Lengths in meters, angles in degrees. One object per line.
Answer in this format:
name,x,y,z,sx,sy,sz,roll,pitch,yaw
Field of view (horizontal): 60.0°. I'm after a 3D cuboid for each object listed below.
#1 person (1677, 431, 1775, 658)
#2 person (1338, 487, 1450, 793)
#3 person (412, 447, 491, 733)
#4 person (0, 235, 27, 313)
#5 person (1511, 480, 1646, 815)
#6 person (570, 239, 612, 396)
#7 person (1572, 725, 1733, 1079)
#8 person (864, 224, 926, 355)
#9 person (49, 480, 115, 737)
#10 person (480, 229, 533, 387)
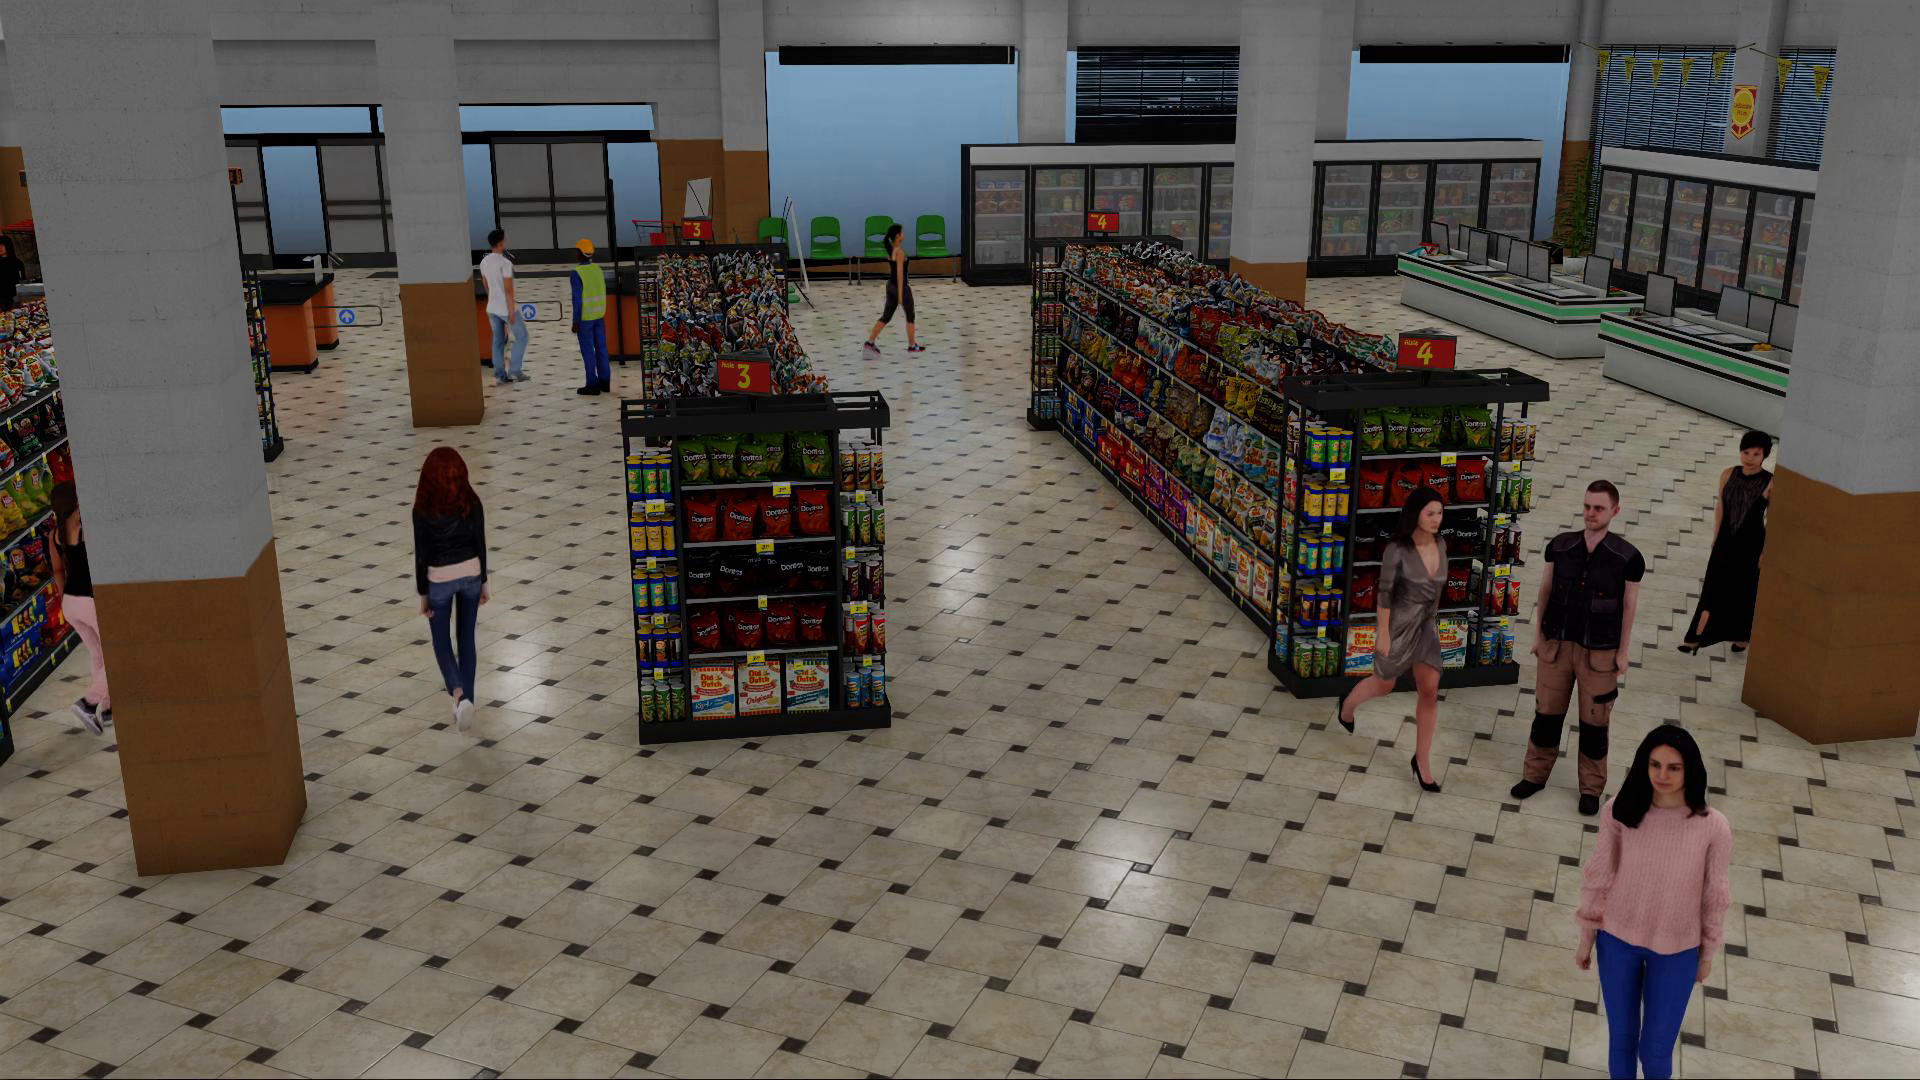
person,5.300,0.037,11.181,0.979,1.568,1.012,-14,22,-39
person,2.460,0.517,9.351,0.786,1.711,1.171,-7,18,-22
person,-2.985,0.334,9.861,0.752,1.766,1.044,-8,19,-25
person,-12.123,-3.076,21.303,0.588,1.642,0.524,-1,17,-3
person,3.367,0.557,8.997,0.763,1.841,0.826,12,21,34
person,-4.346,-2.617,19.498,0.806,1.812,0.735,11,20,31
person,2.543,1.477,6.114,0.787,1.756,0.848,11,20,33
person,-0.913,-3.227,21.721,0.896,1.687,1.127,-9,19,-28
person,-5.227,0.426,9.930,0.709,1.549,0.903,4,17,13
person,-5.530,-2.757,19.894,0.800,1.851,0.849,10,20,30
